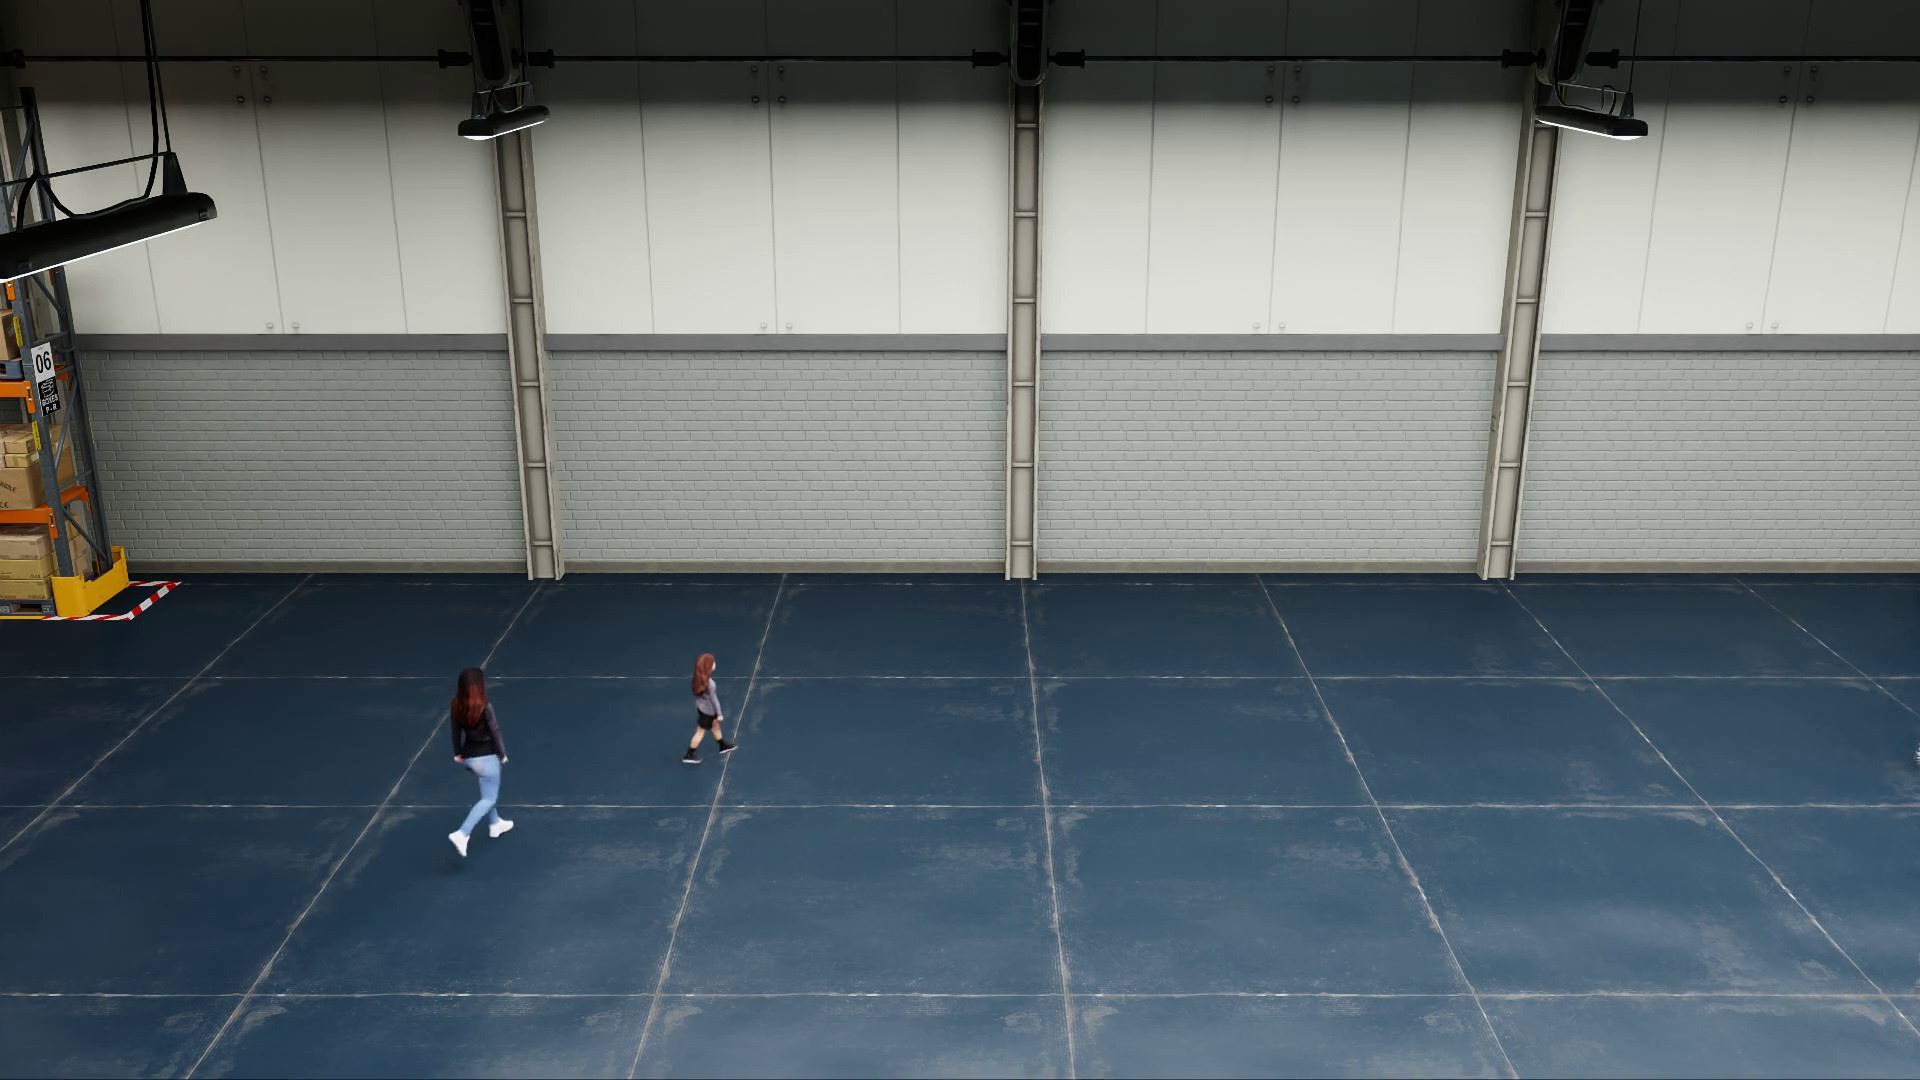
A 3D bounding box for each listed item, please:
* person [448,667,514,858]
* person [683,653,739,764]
[{"bbox_3d":[-4.086,1.883,14.036,1.066,1.610,1.013,10,21,28],"label":"person"},{"bbox_3d":[-2.448,1.608,15.744,0.867,1.076,0.715,-10,21,-28],"label":"person"}]
